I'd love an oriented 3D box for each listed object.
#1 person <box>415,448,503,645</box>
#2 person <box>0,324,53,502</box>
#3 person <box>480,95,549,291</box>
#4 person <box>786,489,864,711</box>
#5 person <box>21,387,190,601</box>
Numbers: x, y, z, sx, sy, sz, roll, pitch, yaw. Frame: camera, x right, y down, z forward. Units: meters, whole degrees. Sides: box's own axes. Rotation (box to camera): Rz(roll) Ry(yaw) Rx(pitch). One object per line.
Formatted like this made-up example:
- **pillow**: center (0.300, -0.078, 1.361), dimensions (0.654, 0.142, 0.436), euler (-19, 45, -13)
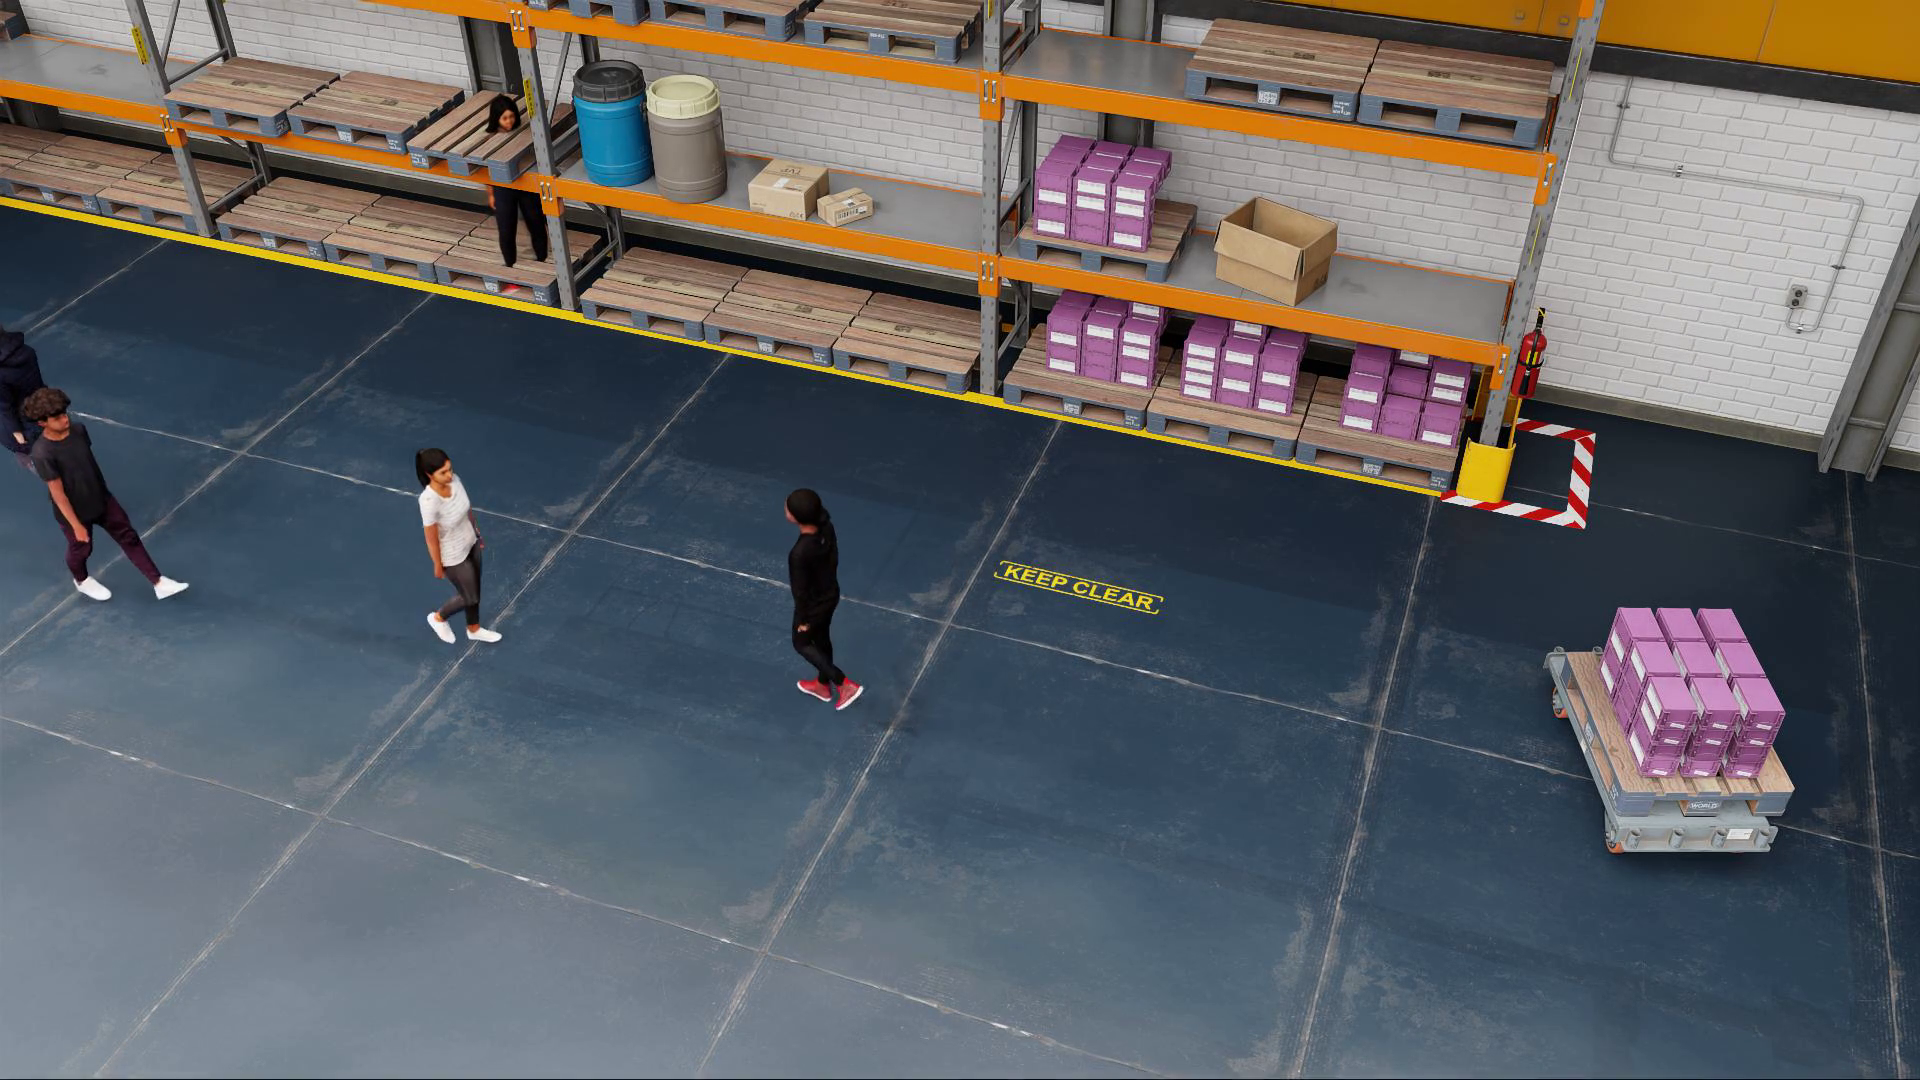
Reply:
- **person**: center (-3.416, 0.058, 11.003), dimensions (0.729, 1.630, 0.633), euler (6, 39, 7)
- **person**: center (-6.735, -0.898, 12.170), dimensions (0.787, 1.668, 0.730), euler (6, 39, 7)
- **person**: center (-3.962, -3.116, 14.833), dimensions (0.775, 1.811, 0.842), euler (-14, 41, -17)
- **person**: center (-0.840, 0.411, 10.536), dimensions (0.818, 1.662, 0.682), euler (17, 42, 20)
- **person**: center (-6.038, -0.271, 11.329), dimensions (1.095, 1.738, 0.668), euler (11, 40, 14)
